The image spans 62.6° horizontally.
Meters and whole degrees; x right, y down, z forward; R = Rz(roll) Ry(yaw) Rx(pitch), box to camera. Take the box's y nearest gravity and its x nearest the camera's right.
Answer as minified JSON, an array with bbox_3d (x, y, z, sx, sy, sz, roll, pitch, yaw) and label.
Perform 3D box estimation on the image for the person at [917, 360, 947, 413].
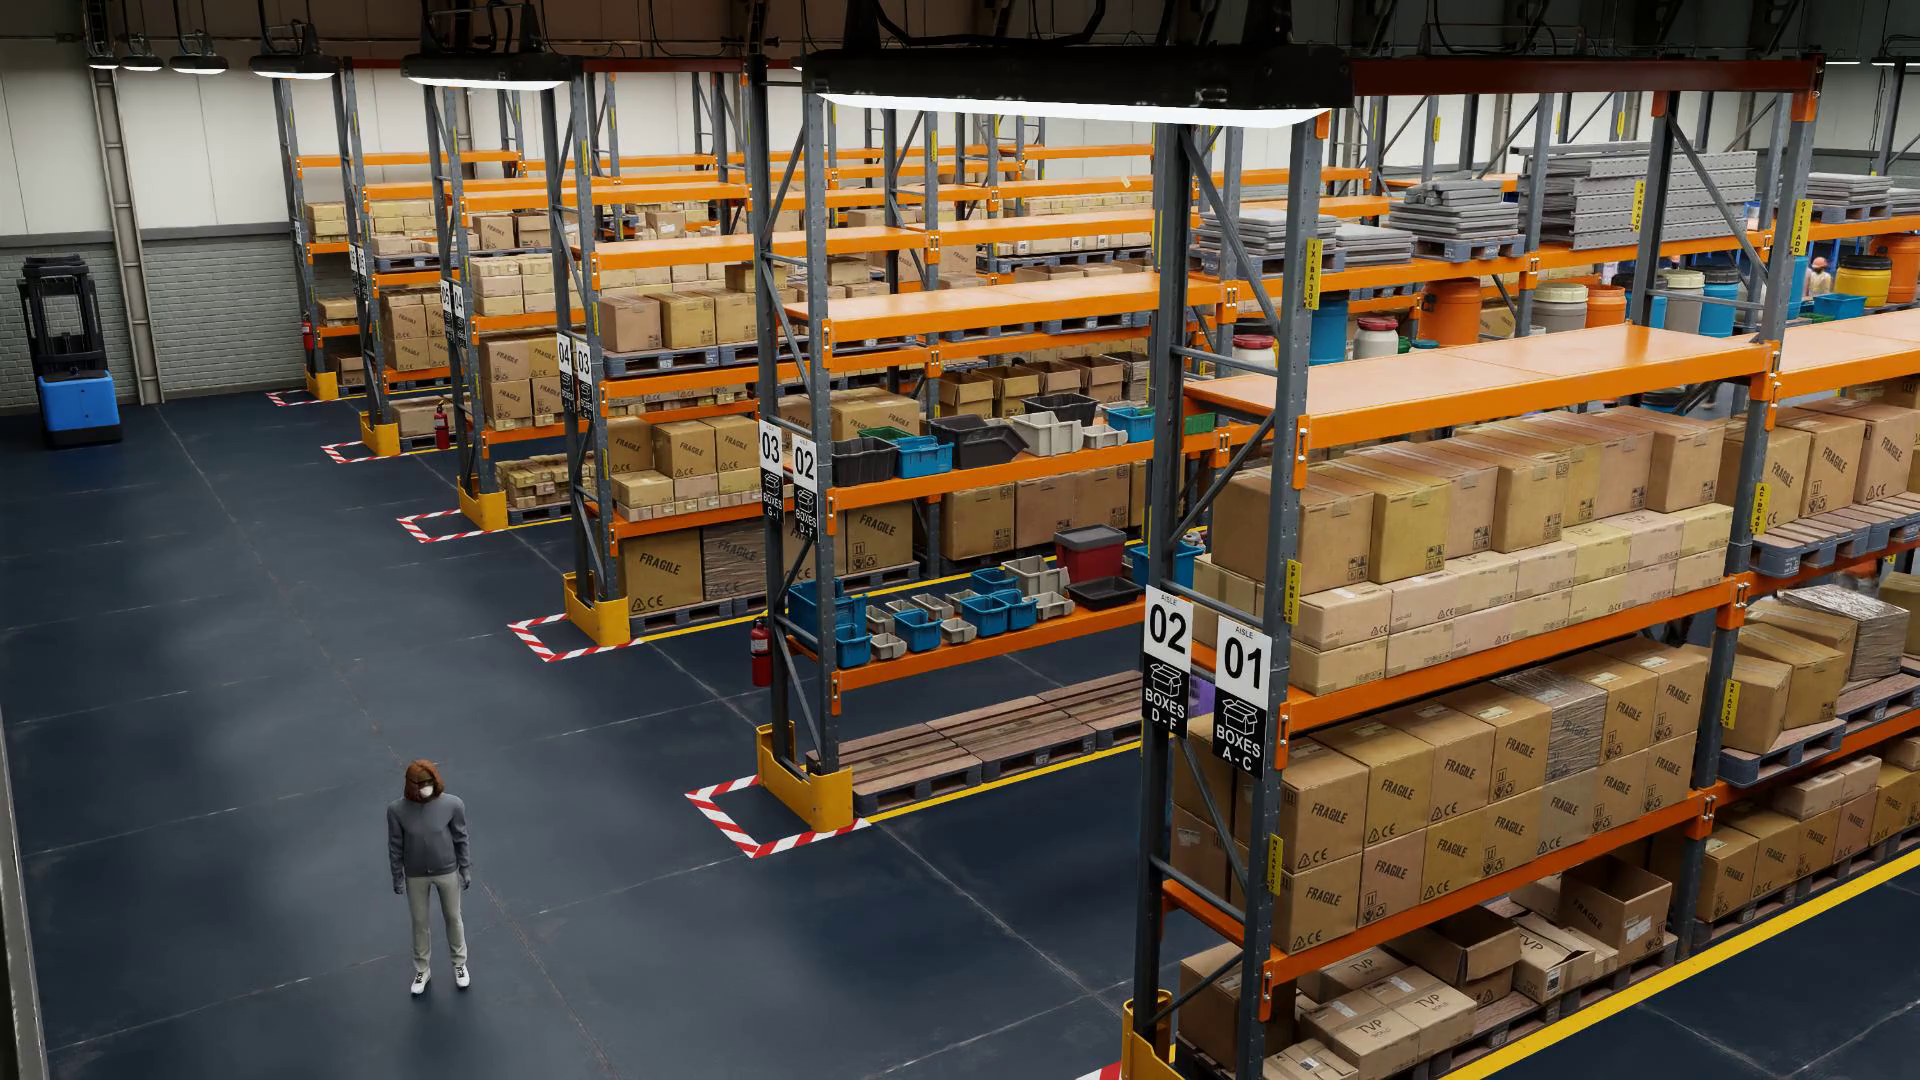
[{"bbox_3d":[-0.346,-1.825,23.354,0.832,1.789,0.601,-3,17,-9],"label":"person"}]

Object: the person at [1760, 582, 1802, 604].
[{"bbox_3d":[7.398,1.042,14.307,0.872,1.583,0.521,-12,20,-34],"label":"person"}]

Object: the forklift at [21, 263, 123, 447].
[{"bbox_3d":[-14.518,-3.079,25.708,1.129,2.768,1.873,-10,20,-31],"label":"forklift"}]

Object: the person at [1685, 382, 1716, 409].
[{"bbox_3d":[13.046,-3.163,27.772,0.964,1.785,0.516,-5,18,-16],"label":"person"}]

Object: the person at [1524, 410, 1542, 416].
[{"bbox_3d":[6.883,-0.656,19.329,0.849,1.920,0.603,-11,20,-33],"label":"person"}]

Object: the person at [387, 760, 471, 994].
[{"bbox_3d":[-3.489,2.204,10.416,0.507,1.634,0.280,-4,17,-13],"label":"person"}]

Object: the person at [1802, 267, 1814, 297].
[{"bbox_3d":[18.393,-5.343,34.752,0.676,1.880,0.671,5,18,15],"label":"person"}]

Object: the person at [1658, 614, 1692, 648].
[{"bbox_3d":[7.442,0.275,16.258,0.436,1.917,0.566,-9,19,-28],"label":"person"}]

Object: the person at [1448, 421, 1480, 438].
[{"bbox_3d":[7.069,-1.524,22.244,0.314,1.869,0.535,-9,19,-28],"label":"person"}]

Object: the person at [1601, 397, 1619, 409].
[{"bbox_3d":[8.280,-0.979,20.313,0.966,1.949,0.612,-15,22,-40],"label":"person"}]

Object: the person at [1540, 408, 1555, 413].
[{"bbox_3d":[7.401,-0.904,20.315,0.931,1.797,0.652,-6,18,-18],"label":"person"}]

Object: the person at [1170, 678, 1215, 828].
[{"bbox_3d":[1.994,1.578,12.150,0.630,1.821,0.580,-8,19,-25],"label":"person"}]

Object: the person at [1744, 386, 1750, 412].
[{"bbox_3d":[13.872,-3.246,27.653,0.610,2.011,0.581,-16,23,-42],"label":"person"}]

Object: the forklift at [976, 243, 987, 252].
[{"bbox_3d":[0.988,-5.474,34.718,1.214,2.155,2.313,-10,20,-31],"label":"forklift"}]

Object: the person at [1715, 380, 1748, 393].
[{"bbox_3d":[14.320,-3.634,29.105,0.851,1.909,0.638,-6,18,-18],"label":"person"}]

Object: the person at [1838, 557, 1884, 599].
[{"bbox_3d":[9.415,0.313,16.537,0.414,1.688,0.539,-8,19,-24],"label":"person"}]

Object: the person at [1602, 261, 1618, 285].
[{"bbox_3d":[15.608,-6.444,38.285,0.474,1.921,0.586,-14,22,-39],"label":"person"}]

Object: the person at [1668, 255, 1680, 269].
[{"bbox_3d":[15.698,-5.368,34.828,0.567,1.877,1.005,2,17,7],"label":"person"}]

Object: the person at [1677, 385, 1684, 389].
[{"bbox_3d":[12.104,-2.962,26.745,0.625,1.992,0.388,16,23,42],"label":"person"}]

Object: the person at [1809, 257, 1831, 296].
[{"bbox_3d":[18.551,-5.173,34.128,0.583,1.912,0.572,-4,17,-14],"label":"person"}]

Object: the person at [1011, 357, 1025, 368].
[{"bbox_3d":[0.878,-1.920,23.831,0.316,1.695,0.542,-1,17,-3],"label":"person"}]
